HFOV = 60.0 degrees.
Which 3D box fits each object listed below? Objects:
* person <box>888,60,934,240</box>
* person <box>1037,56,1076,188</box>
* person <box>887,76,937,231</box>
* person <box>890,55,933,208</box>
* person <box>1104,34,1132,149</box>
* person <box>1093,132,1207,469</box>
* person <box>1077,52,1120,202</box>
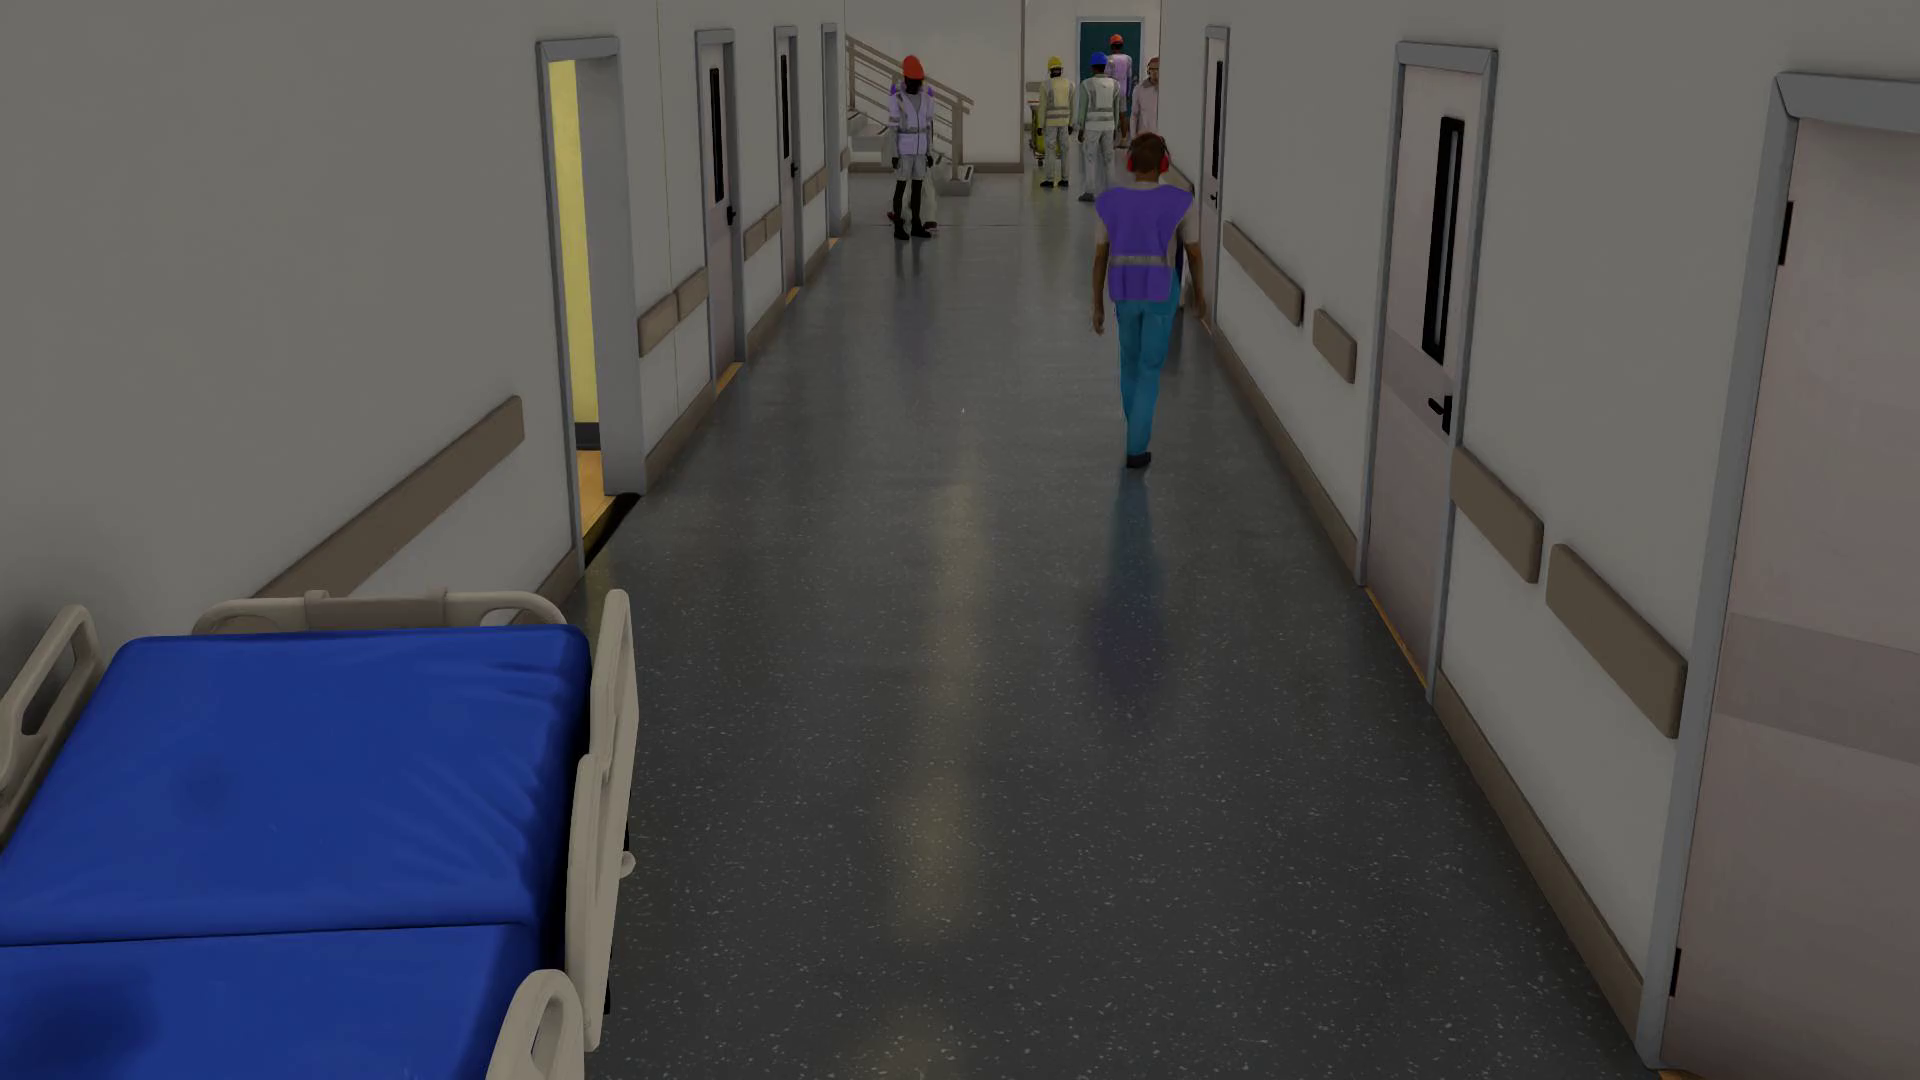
[{"bbox_3d":[-0.524,-4.313,18.422,0.547,1.934,0.375,-12,21,-33],"label":"person"},{"bbox_3d":[1.360,-5.975,23.815,0.597,1.828,0.403,-9,20,-27],"label":"person"},{"bbox_3d":[-0.540,-4.527,19.285,0.519,1.811,0.973,-11,21,-31],"label":"person"},{"bbox_3d":[-0.632,-5.248,21.409,0.568,1.897,0.912,-2,18,-8],"label":"person"},{"bbox_3d":[2.846,-8.200,30.464,0.615,2.039,0.382,-10,20,-28],"label":"person"},{"bbox_3d":[1.075,-1.358,9.342,0.580,1.802,0.901,7,19,22],"label":"person"},{"bbox_3d":[1.834,-5.479,22.096,0.600,1.938,0.422,-9,20,-25],"label":"person"}]
